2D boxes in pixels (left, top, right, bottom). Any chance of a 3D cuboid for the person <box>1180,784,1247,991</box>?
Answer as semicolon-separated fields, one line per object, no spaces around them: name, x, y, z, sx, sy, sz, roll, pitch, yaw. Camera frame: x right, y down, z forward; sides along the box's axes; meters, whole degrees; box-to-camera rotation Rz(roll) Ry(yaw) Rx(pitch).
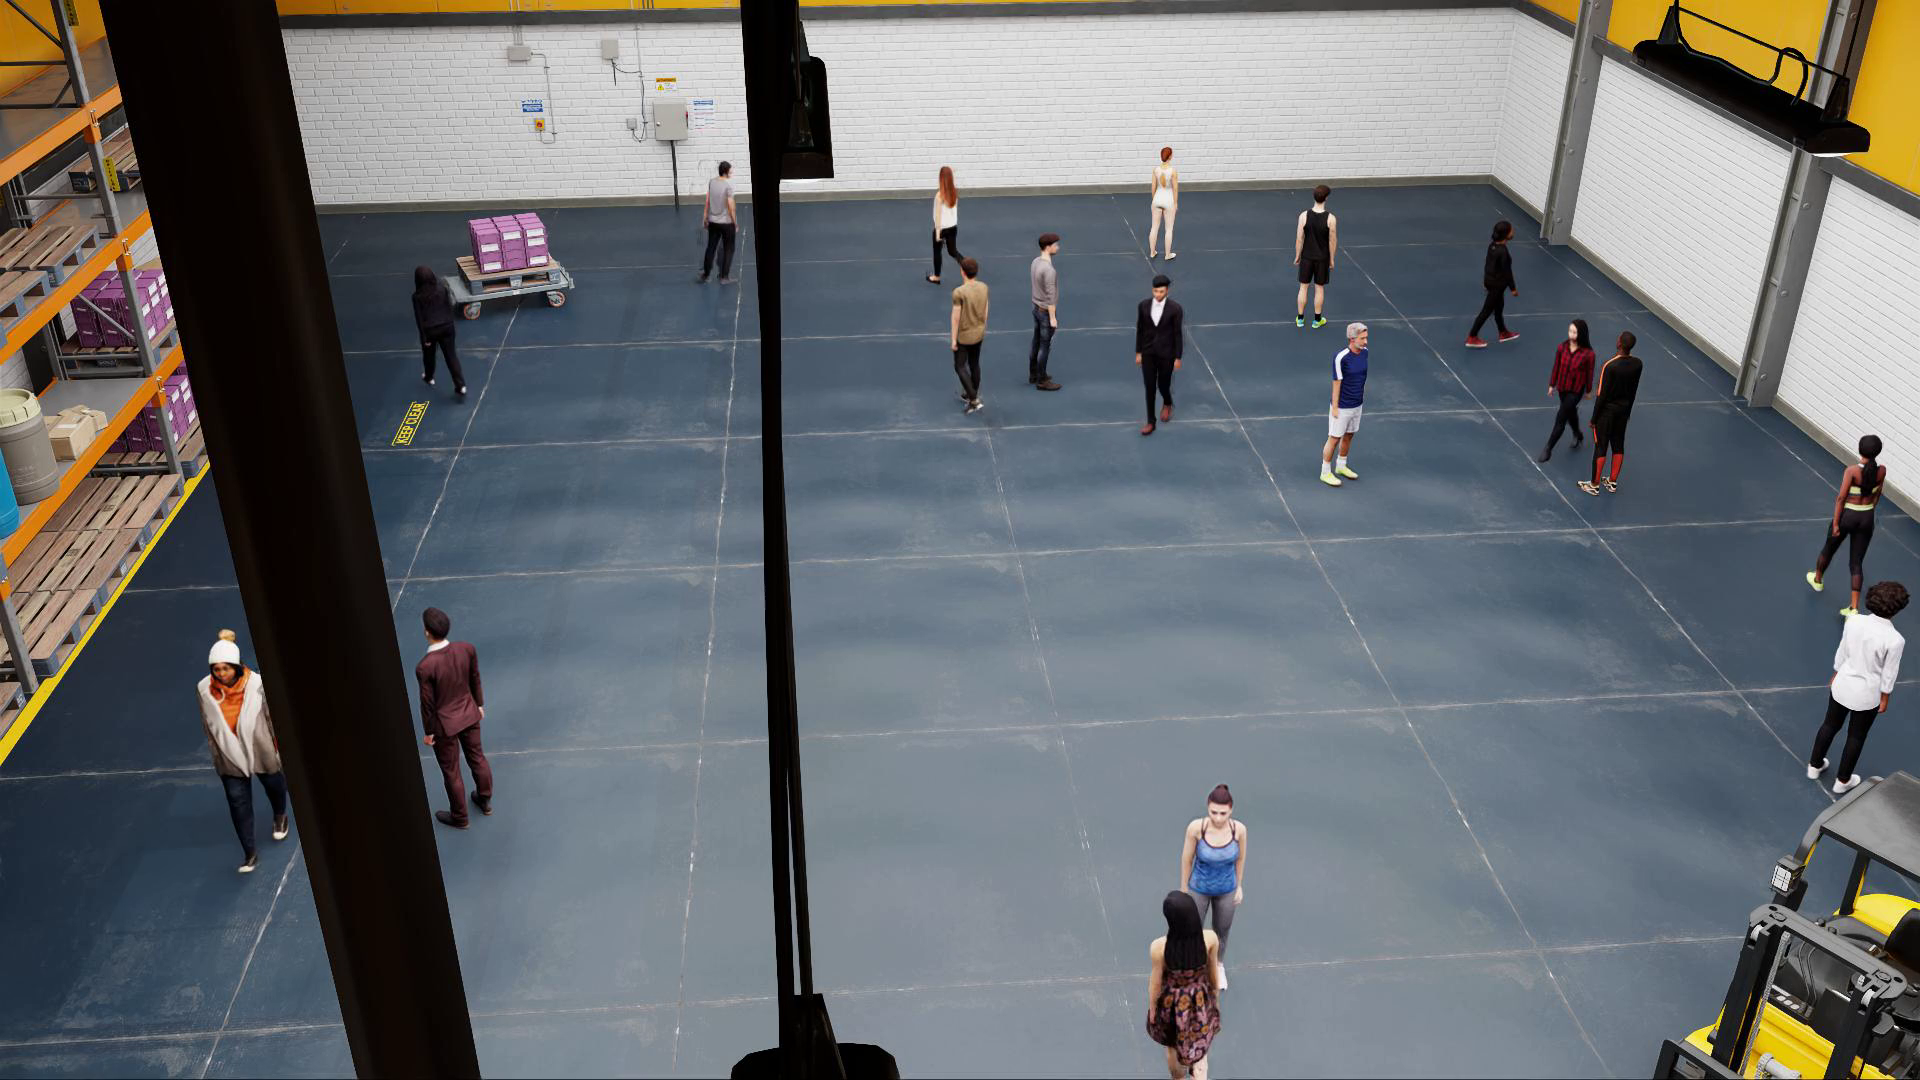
person;1.671;2.302;11.010;0.586;1.608;0.546;1;29;2

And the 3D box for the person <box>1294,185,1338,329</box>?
person;4.634;-3.696;21.709;0.761;1.892;0.745;10;30;18

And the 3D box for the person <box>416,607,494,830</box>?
person;-3.809;1.334;12.515;0.834;1.866;0.770;21;35;34

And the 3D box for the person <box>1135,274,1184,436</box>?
person;2.294;-2.149;18.900;0.985;1.867;1.089;14;31;23

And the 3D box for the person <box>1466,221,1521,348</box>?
person;6.724;-3.202;21.068;0.671;1.639;0.892;-2;29;-4

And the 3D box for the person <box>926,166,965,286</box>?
person;-0.115;-4.279;22.981;1.113;1.697;1.017;24;36;36

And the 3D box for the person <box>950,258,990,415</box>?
person;0.138;-2.368;19.321;0.913;1.847;1.010;-19;34;-31

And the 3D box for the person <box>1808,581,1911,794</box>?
person;6.995;1.135;12.944;0.769;1.804;0.652;-18;33;-29

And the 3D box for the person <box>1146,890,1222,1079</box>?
person;1.341;2.853;9.851;0.639;1.750;0.869;-3;29;-6

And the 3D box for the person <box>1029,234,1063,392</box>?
person;1.006;-2.752;19.967;0.803;1.903;0.571;-8;30;-15

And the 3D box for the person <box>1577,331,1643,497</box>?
person;6.865;-1.341;17.479;0.649;1.808;0.590;-7;29;-13

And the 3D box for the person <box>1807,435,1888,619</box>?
person;8.261;-0.093;15.288;0.750;1.714;1.186;4;29;7

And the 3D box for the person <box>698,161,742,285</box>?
person;-3.392;-4.423;23.211;0.899;1.730;0.887;10;30;18

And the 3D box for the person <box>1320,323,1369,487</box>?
person;4.101;-1.467;17.681;0.706;1.835;0.712;-18;33;-30

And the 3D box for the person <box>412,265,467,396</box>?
person;-6.163;-2.448;19.754;1.069;1.572;1.213;-23;36;-36

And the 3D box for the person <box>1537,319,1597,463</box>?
person;6.759;-1.668;18.294;1.057;1.601;1.107;-23;36;-35

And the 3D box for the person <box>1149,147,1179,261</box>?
person;2.963;-4.900;24.175;0.620;1.644;0.634;14;32;24

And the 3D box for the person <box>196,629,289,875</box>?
person;-5.244;1.461;12.291;0.828;1.856;1.098;-8;29;-13
